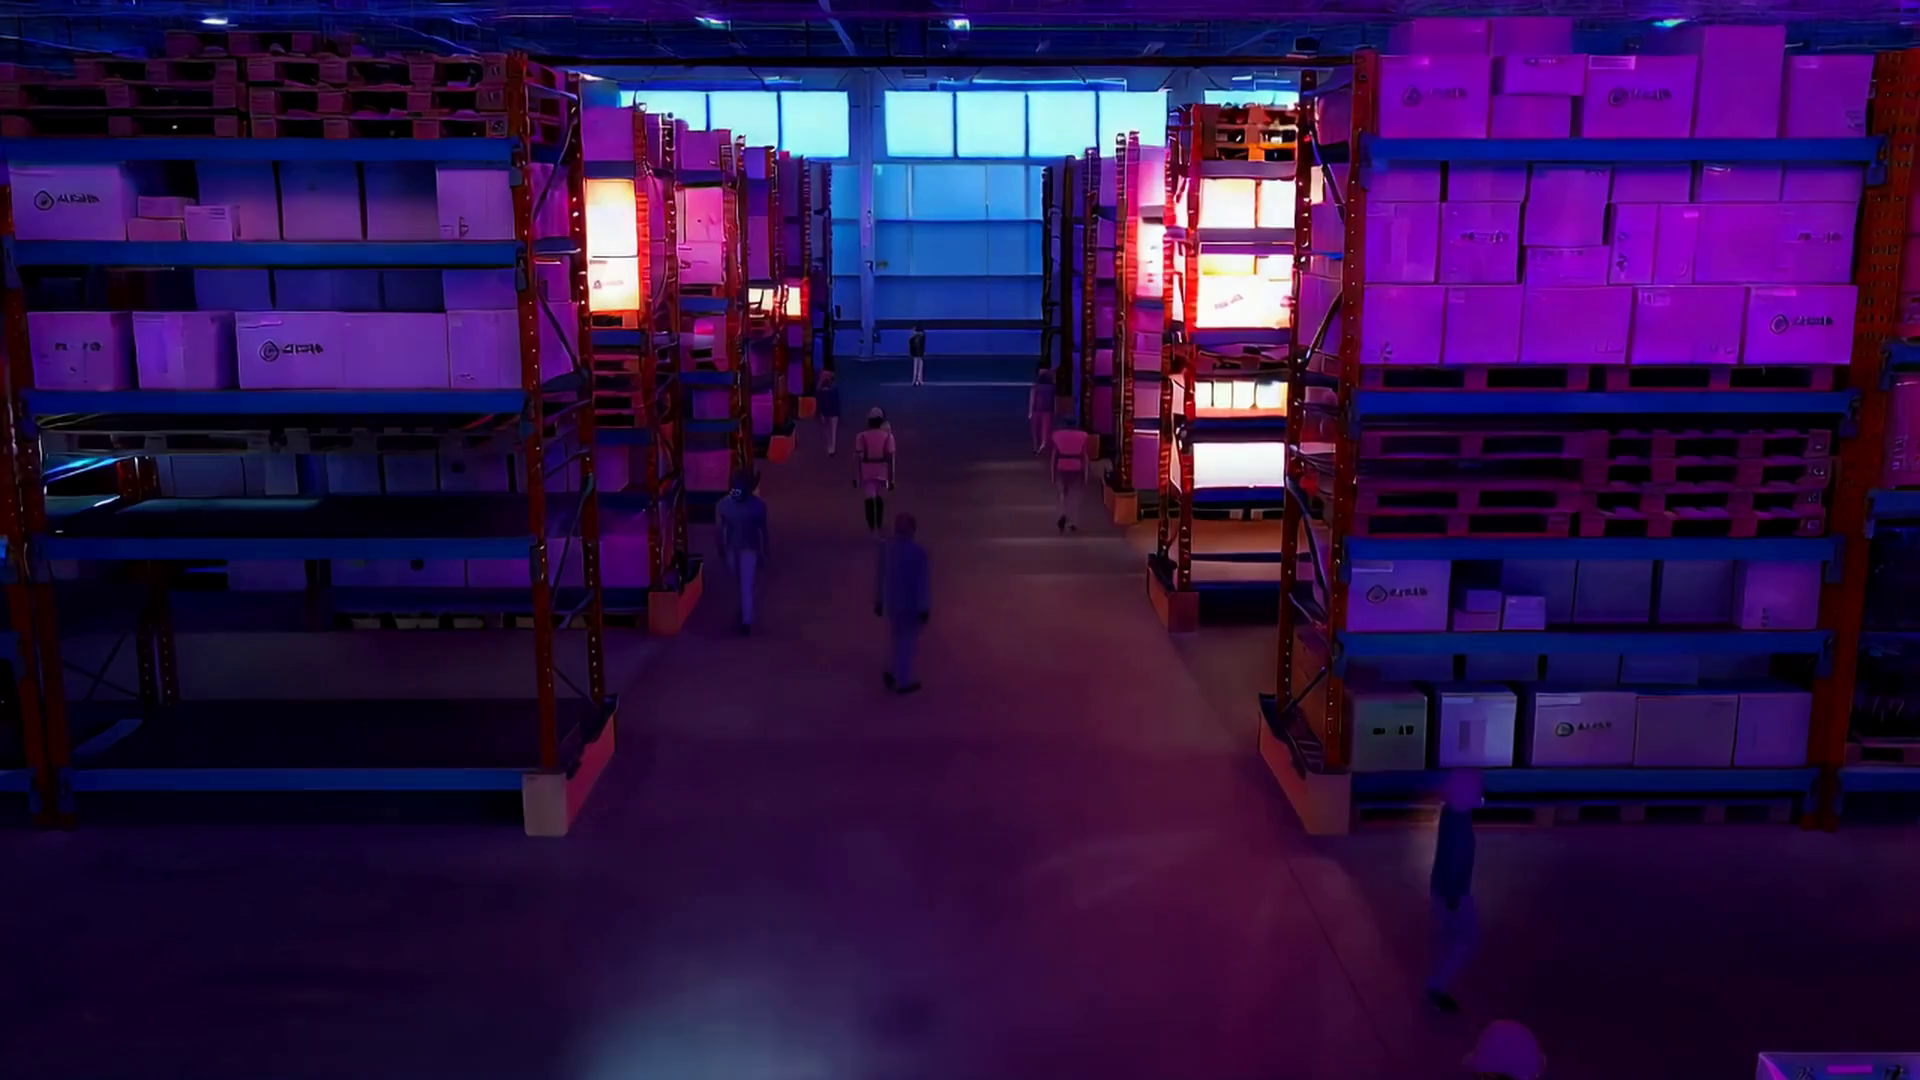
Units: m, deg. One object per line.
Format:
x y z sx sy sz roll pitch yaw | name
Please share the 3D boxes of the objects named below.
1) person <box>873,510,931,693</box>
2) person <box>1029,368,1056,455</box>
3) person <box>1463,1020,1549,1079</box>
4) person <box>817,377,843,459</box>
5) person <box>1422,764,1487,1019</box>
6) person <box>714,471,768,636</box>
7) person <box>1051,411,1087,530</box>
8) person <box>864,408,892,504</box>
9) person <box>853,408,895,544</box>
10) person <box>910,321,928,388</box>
-0.566 0.630 17.043 0.676 1.890 0.427 7 14 32 | person
1.651 -2.577 33.291 0.549 1.745 0.425 -1 11 -3 | person
2.153 2.768 6.627 0.434 1.814 0.615 0 11 -1 | person
-2.577 -2.444 32.965 0.511 1.609 0.660 -1 11 -5 | person
3.040 2.147 10.182 0.378 1.616 0.520 2 12 10 | person
-2.551 0.114 19.555 0.620 1.912 0.798 1 11 7 | person
1.689 -1.091 25.762 0.589 1.817 0.802 0 11 -2 | person
-1.358 -1.390 27.709 0.534 1.622 0.481 -2 12 -11 | person
-1.268 -0.966 24.701 0.609 2.000 1.041 -2 12 -12 | person
-1.107 -5.066 45.424 0.429 1.836 0.625 -8 14 -35 | person
